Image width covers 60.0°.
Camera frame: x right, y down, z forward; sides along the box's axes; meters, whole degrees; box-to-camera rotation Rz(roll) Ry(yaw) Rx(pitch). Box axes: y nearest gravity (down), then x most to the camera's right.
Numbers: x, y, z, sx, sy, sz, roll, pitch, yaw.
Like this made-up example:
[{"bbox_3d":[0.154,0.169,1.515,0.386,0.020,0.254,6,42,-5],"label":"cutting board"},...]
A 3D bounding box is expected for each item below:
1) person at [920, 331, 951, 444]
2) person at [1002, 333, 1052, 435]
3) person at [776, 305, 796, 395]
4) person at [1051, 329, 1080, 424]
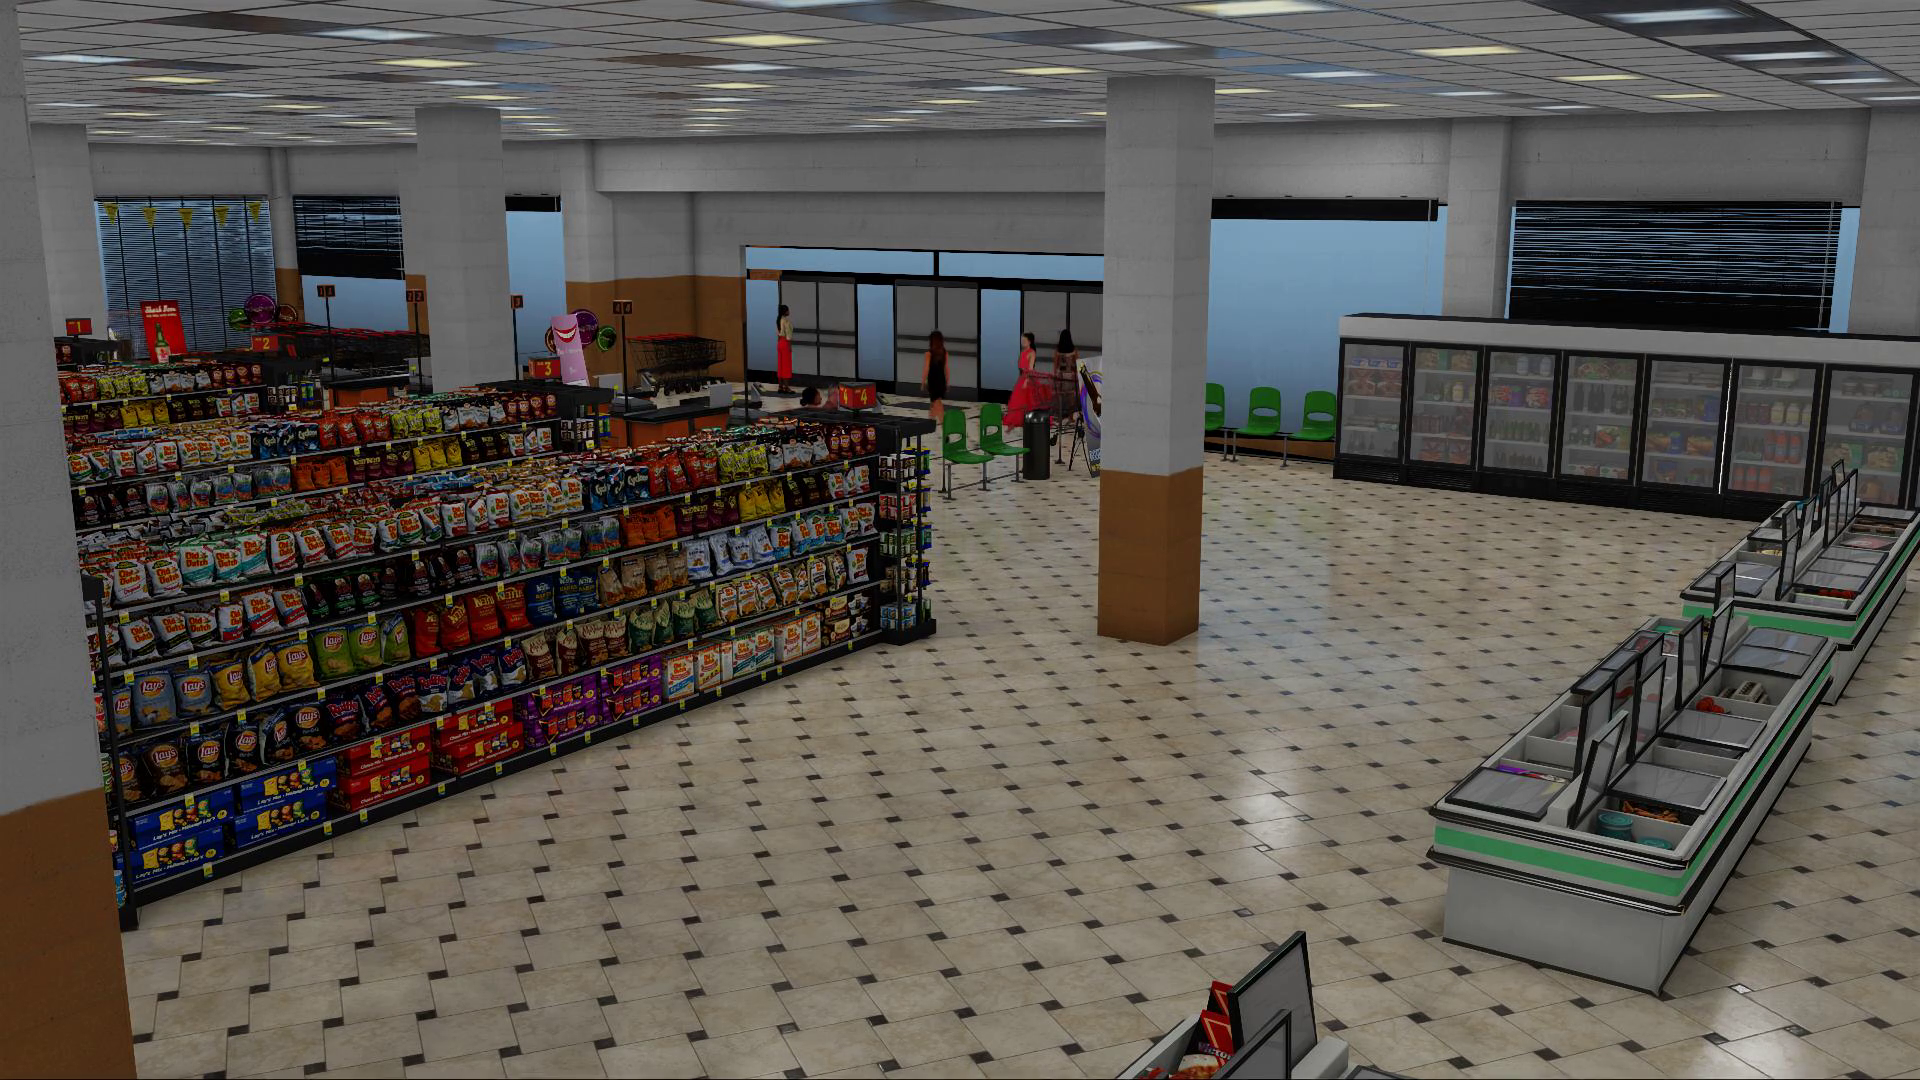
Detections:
[{"bbox_3d":[-0.326,-2.392,26.538,1.137,1.794,0.953,-8,14,-32],"label":"person"},{"bbox_3d":[1.220,-2.575,27.698,1.159,1.676,0.836,-8,14,-32],"label":"person"},{"bbox_3d":[-3.522,-3.820,33.326,0.637,1.792,0.670,-9,15,-35],"label":"person"},{"bbox_3d":[1.858,-2.888,29.257,0.723,1.645,0.744,0,12,-2],"label":"person"}]
